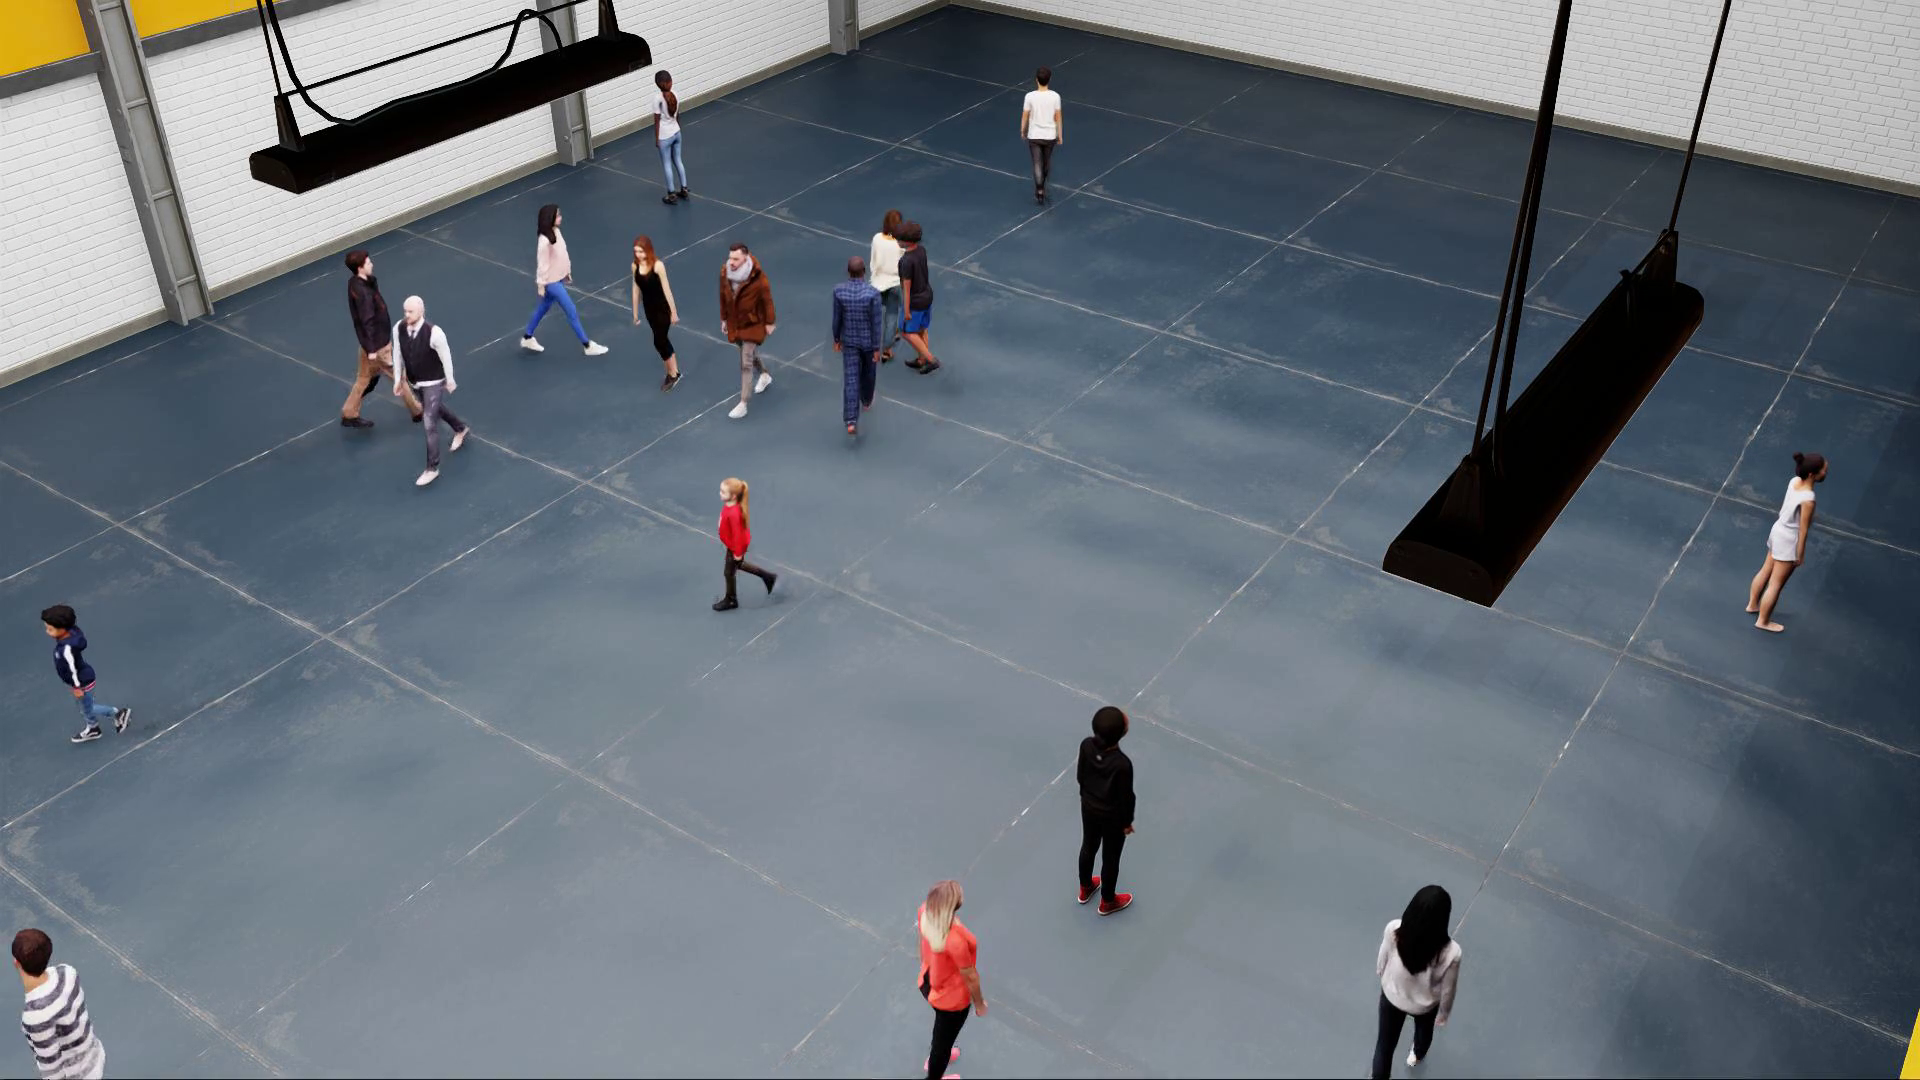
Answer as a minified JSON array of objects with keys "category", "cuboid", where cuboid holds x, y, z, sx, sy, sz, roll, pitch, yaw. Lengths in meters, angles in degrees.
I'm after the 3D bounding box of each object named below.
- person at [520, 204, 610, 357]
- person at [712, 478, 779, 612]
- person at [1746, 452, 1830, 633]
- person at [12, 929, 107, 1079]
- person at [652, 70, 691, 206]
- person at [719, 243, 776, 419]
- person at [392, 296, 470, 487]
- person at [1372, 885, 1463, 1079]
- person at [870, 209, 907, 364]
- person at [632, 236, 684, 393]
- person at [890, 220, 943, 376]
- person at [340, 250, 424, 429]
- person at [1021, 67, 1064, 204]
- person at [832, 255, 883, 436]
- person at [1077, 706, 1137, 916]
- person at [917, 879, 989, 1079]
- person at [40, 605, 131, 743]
[{"category":"person","cuboid":[-4.410,-2.723,17.664,1.124,1.711,1.237,3,34,5]},{"category":"person","cuboid":[-1.826,0.021,13.936,0.848,1.268,0.800,-5,34,-8]},{"category":"person","cuboid":[6.803,-0.007,13.671,0.709,1.608,0.608,2,34,3]},{"category":"person","cuboid":[-4.834,2.899,9.101,0.798,1.827,0.766,-16,37,-23]},{"category":"person","cuboid":[-3.731,-5.174,21.343,0.618,1.721,0.438,21,39,28]},{"category":"person","cuboid":[-2.114,-2.181,16.783,0.790,1.784,1.189,14,36,20]},{"category":"person","cuboid":[-5.001,-1.505,15.771,0.905,1.778,1.310,12,35,17]},{"category":"person","cuboid":[2.556,2.688,9.553,0.732,1.678,0.964,13,36,19]},{"category":"person","cuboid":[-0.768,-2.659,17.618,0.750,1.655,0.987,13,36,19]},{"category":"person","cuboid":[-3.061,-2.395,17.180,0.598,1.701,0.638,16,37,23]},{"category":"person","cuboid":[-0.391,-2.472,17.229,0.793,1.774,0.704,21,39,28]},{"category":"person","cuboid":[-5.817,-1.906,16.276,1.330,1.886,1.065,-17,37,-23]},{"category":"person","cuboid":[1.057,-5.182,21.389,1.077,1.682,1.162,-4,34,-6]},{"category":"person","cuboid":[-1.012,-1.881,16.340,1.043,1.775,1.293,4,34,6]},{"category":"person","cuboid":[0.955,1.771,10.935,0.625,1.675,0.573,28,43,36]},{"category":"person","cuboid":[-0.160,2.648,9.614,0.746,1.677,0.708,-18,38,-25]},{"category":"person","cuboid":[-6.583,1.005,12.503,0.763,1.215,0.666,-17,37,-24]}]
